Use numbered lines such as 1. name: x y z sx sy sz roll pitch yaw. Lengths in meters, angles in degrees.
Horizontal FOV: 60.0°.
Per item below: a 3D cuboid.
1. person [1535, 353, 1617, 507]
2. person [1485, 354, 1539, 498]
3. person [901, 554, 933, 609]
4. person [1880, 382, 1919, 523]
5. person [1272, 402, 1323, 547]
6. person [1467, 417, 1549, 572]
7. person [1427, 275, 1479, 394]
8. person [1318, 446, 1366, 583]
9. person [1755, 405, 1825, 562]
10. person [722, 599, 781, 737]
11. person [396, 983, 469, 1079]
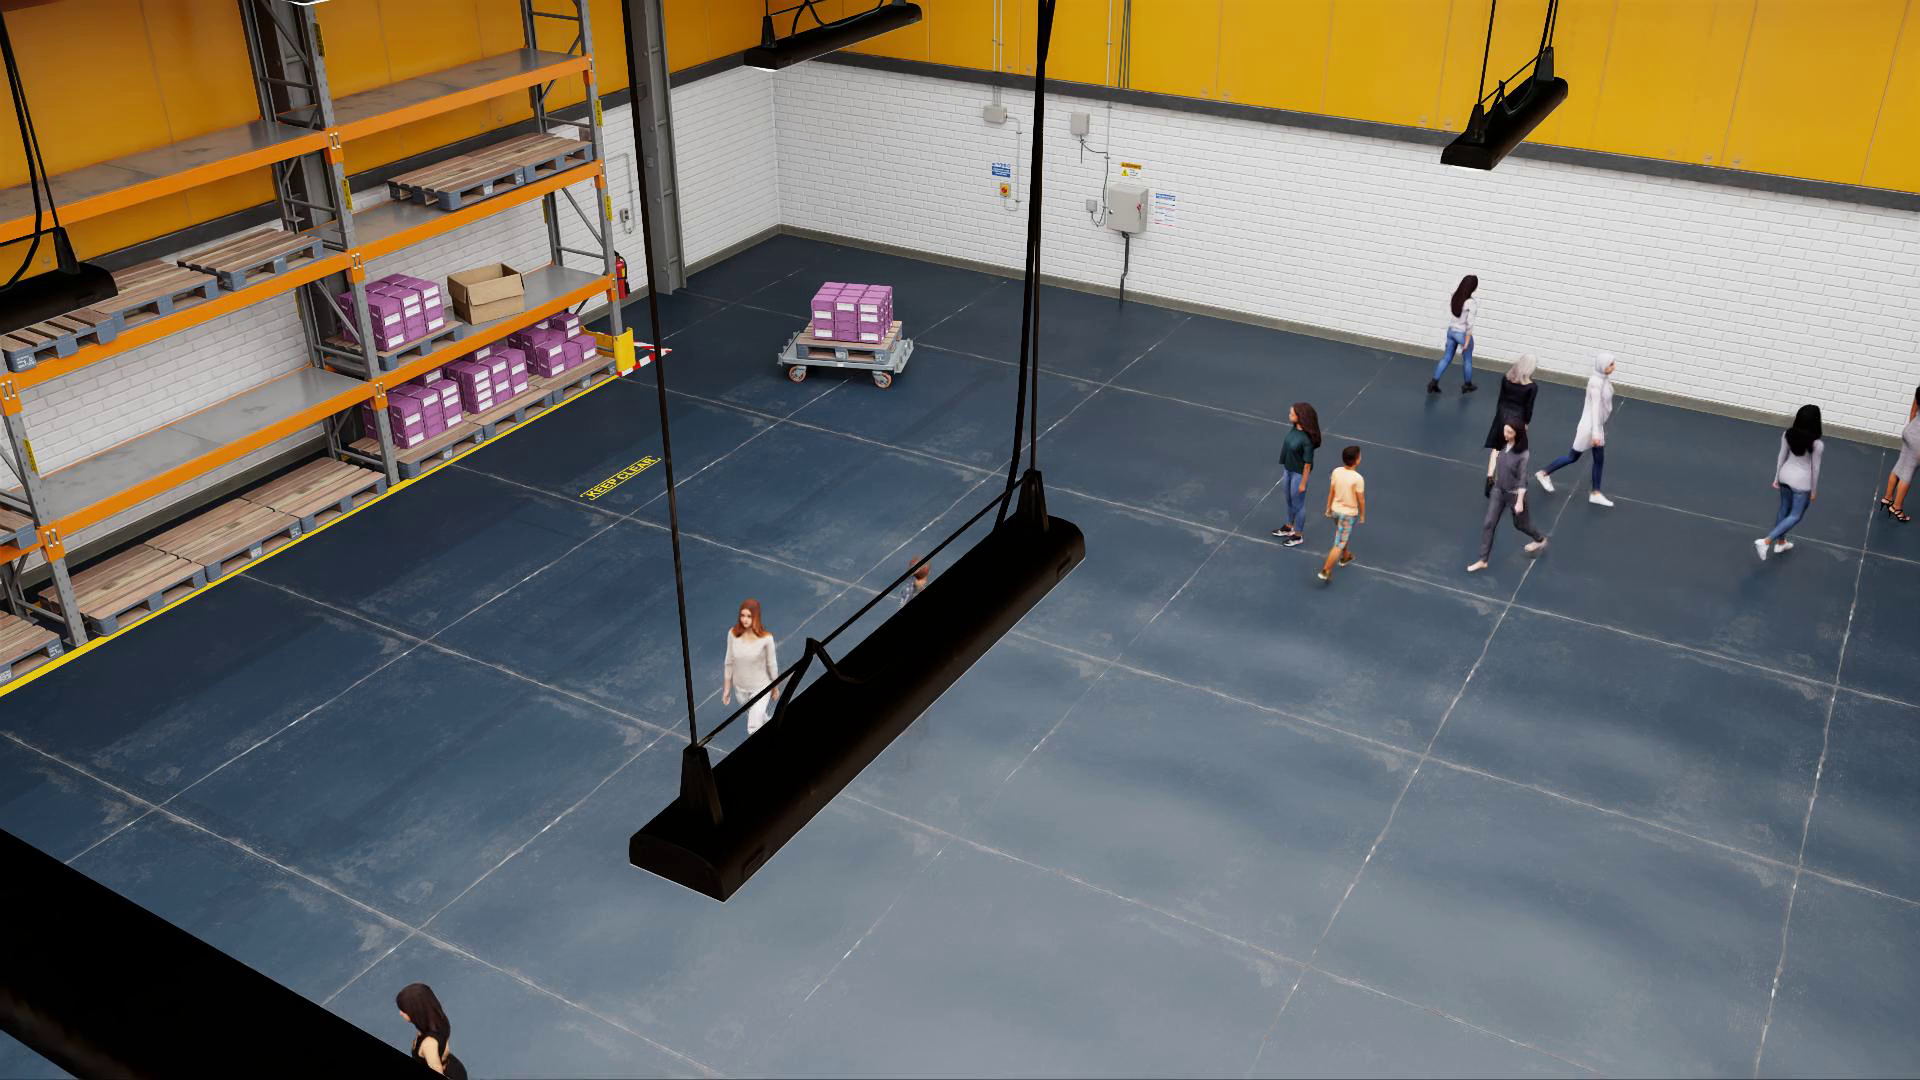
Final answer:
1. person: 6.880 -1.234 18.394 0.797 1.744 1.102 22 36 35
2. person: 6.067 -1.230 18.412 0.690 1.719 0.981 18 33 29
3. person: -0.360 0.830 14.960 0.755 1.409 0.962 4 29 7
4. person: 10.363 -1.071 18.056 0.708 1.780 0.578 4 29 7
5. person: 3.571 -0.713 17.572 0.770 1.615 0.705 -6 29 -11
6. person: 5.722 -0.477 17.059 1.250 1.693 1.058 -12 31 -21
7. person: 6.235 -2.565 20.982 1.037 1.602 0.886 -15 32 -25
8. person: 3.871 -0.249 16.904 1.031 1.440 0.715 -25 37 -37
9. person: 8.579 -0.561 17.186 1.086 1.718 0.933 -15 32 -25
10. person: -1.722 1.196 14.005 0.692 1.680 1.108 11 30 19
11. person: -3.045 3.346 10.118 0.767 1.628 0.693 -4 29 -8
